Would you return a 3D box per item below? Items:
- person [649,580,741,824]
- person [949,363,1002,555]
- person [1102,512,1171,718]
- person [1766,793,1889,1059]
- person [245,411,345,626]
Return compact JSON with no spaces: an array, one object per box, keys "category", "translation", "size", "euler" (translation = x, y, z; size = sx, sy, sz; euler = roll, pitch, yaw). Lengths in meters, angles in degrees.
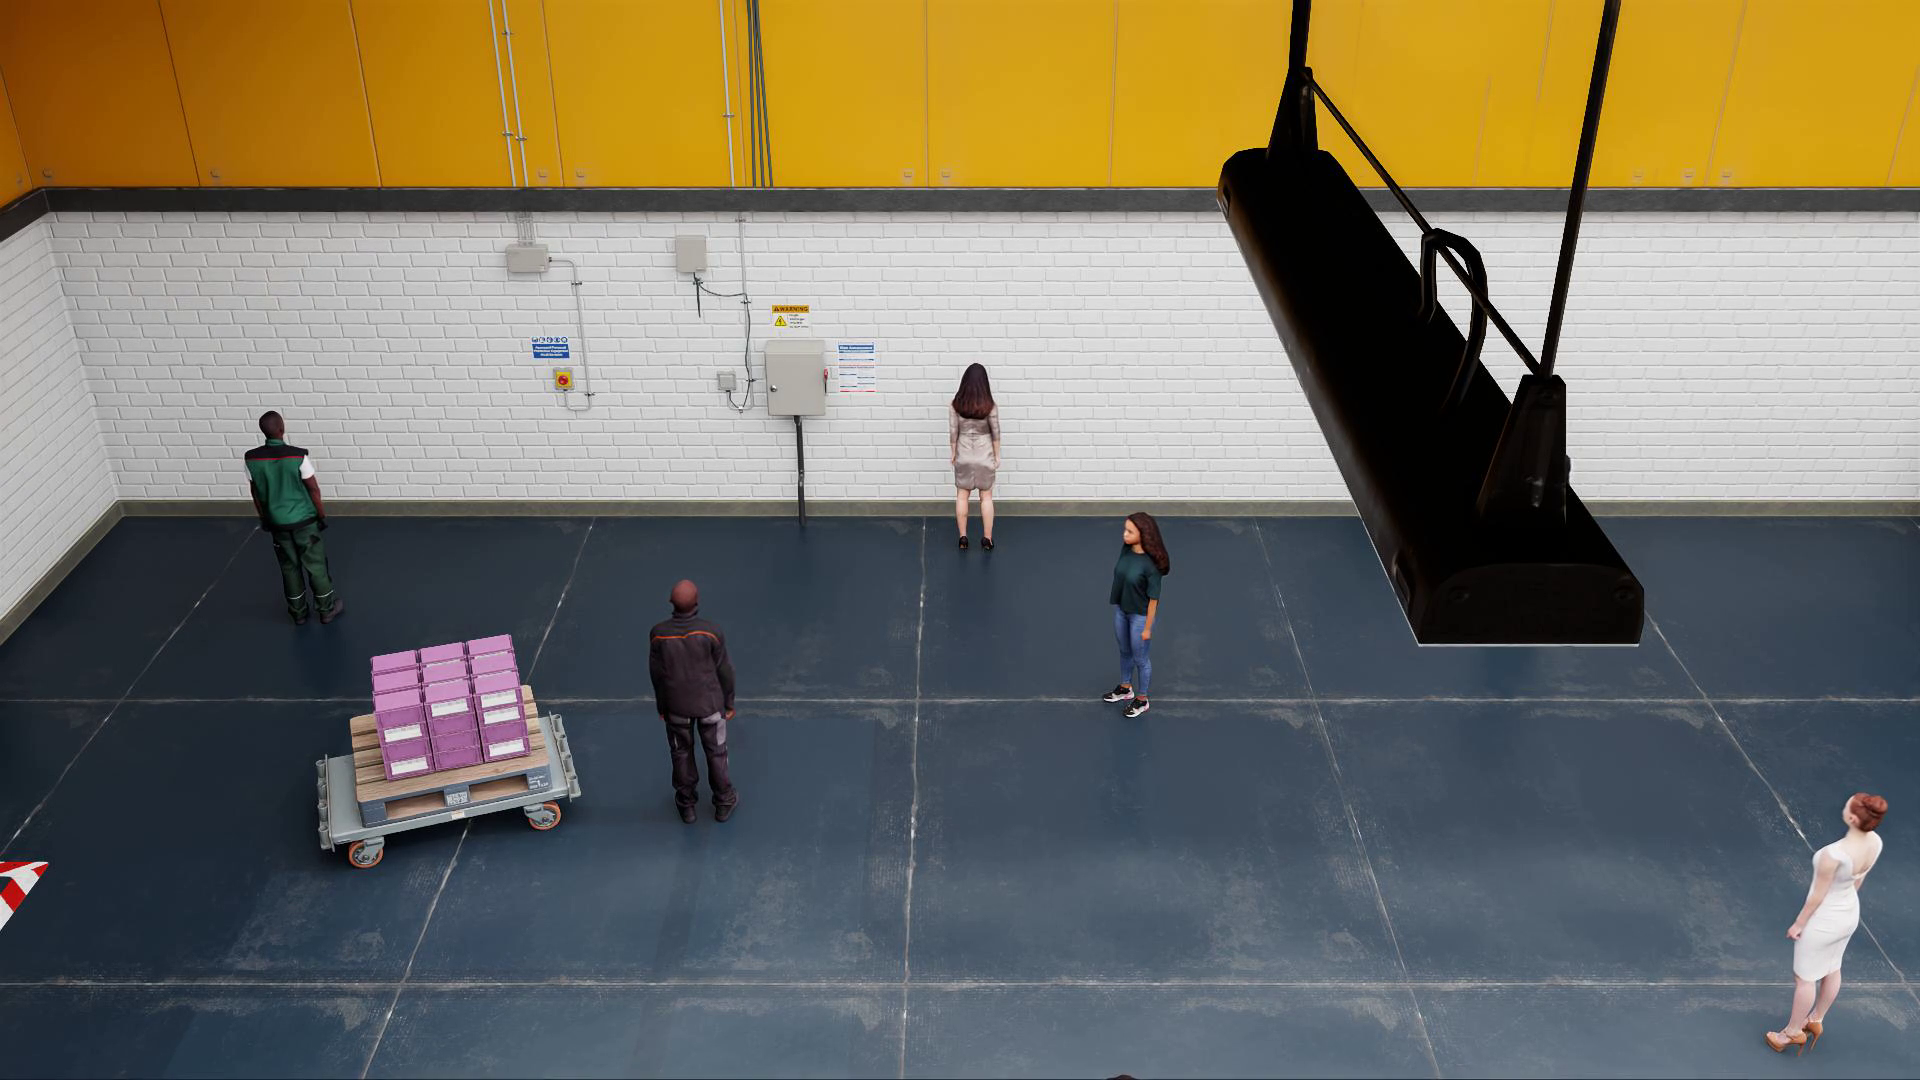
[{"category":"person","translation":[-1.741,1.059,10.892],"size":[0.707,1.825,0.608],"euler":[-2,29,-3]},{"category":"person","translation":[0.128,-0.688,14.176],"size":[0.618,1.747,0.554],"euler":[5,29,8]},{"category":"person","translation":[1.281,0.524,12.089],"size":[0.768,1.617,0.684],"euler":[-16,33,-27]},{"category":"person","translation":[4.728,2.086,9.043],"size":[0.629,1.792,0.611],"euler":[-13,31,-22]},{"category":"person","translation":[-5.269,-0.170,13.129],"size":[0.689,1.840,0.610],"euler":[-2,29,-3]}]
